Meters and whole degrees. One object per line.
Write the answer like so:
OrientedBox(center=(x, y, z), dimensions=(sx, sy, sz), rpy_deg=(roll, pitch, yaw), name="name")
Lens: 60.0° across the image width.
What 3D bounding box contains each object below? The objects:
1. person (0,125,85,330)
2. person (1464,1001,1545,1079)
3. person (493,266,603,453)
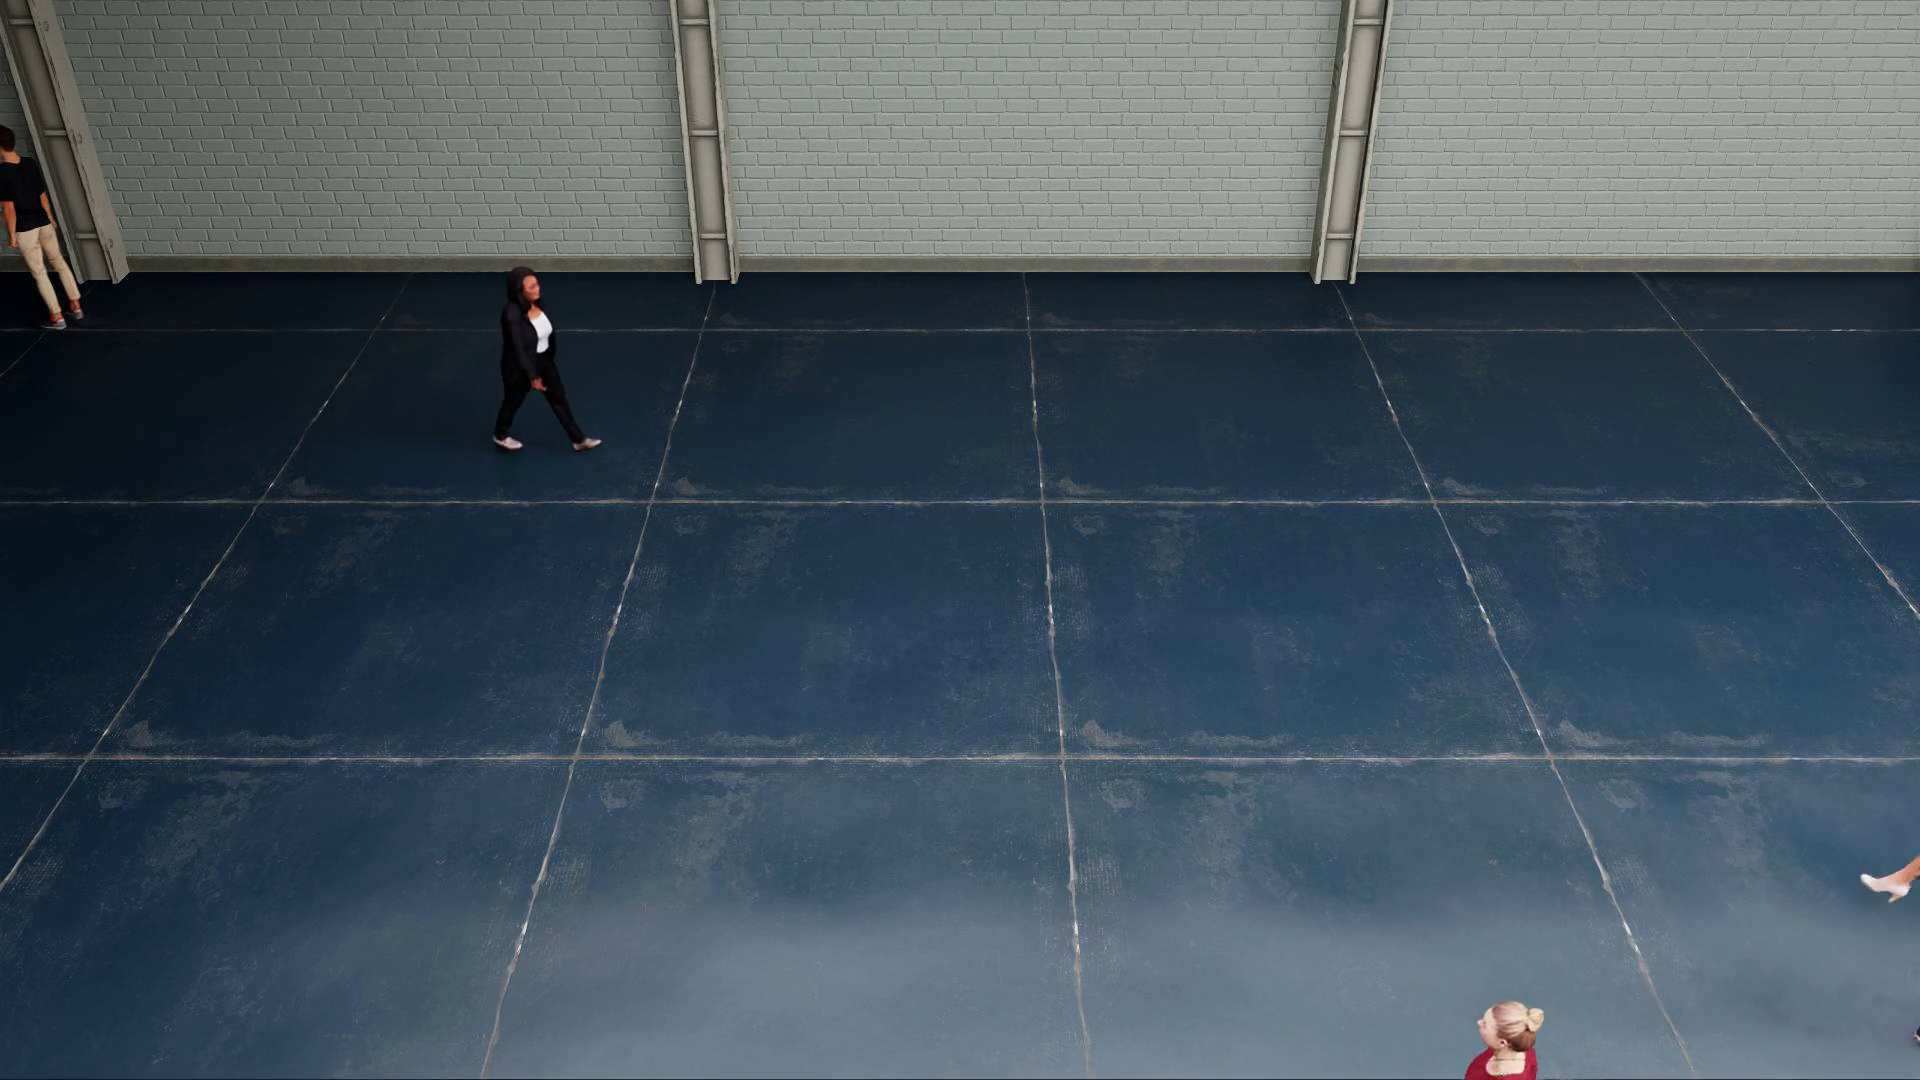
OrientedBox(center=(-8.304, -2.800, 14.893), dimensions=(0.662, 1.854, 0.714), rpy_deg=(12, 35, 18), name="person")
OrientedBox(center=(2.217, 2.550, 6.834), dimensions=(1.044, 1.671, 0.914), rpy_deg=(19, 38, 27), name="person")
OrientedBox(center=(-3.434, -1.342, 12.916), dimensions=(1.216, 1.565, 0.879), rpy_deg=(9, 34, 14), name="person")
